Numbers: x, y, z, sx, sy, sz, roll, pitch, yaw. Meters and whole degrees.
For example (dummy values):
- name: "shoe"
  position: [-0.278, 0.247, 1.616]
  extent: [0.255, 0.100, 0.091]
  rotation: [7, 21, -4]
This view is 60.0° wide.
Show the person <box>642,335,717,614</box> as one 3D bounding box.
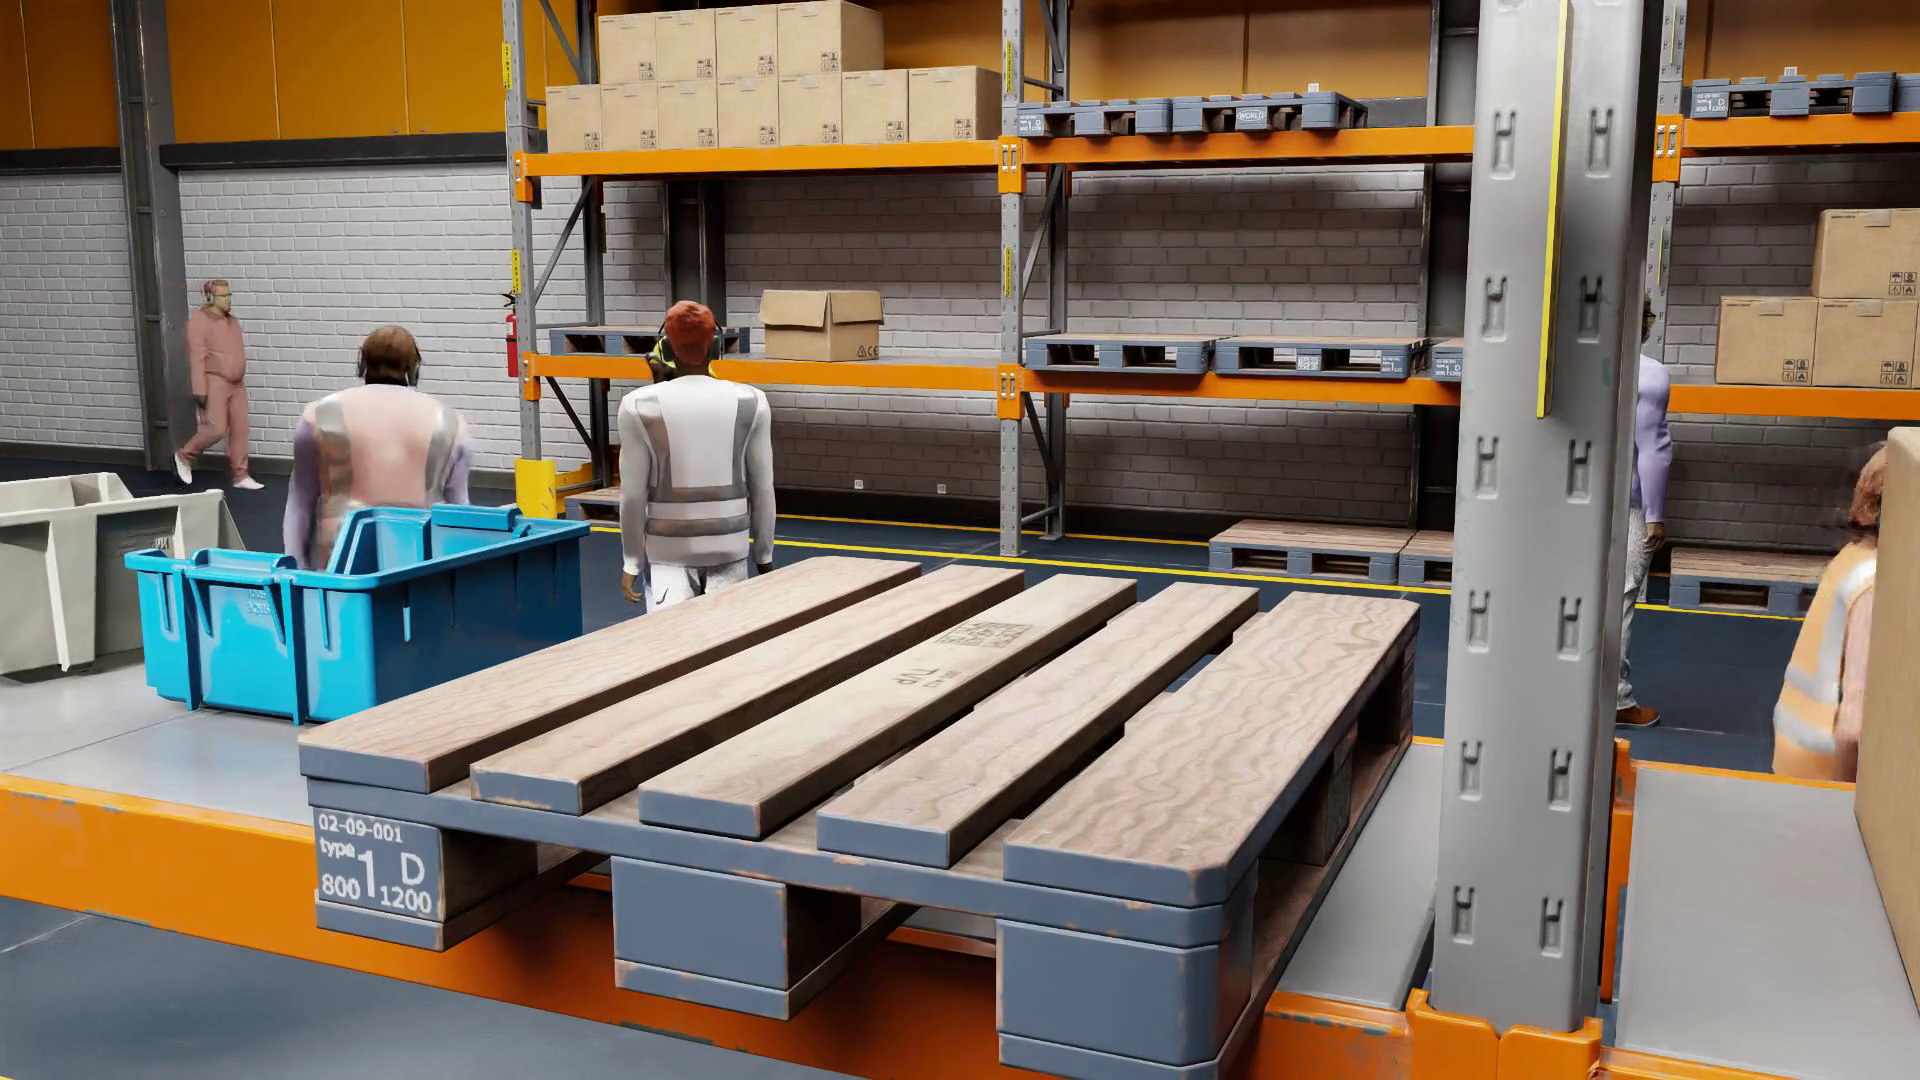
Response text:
- name: "person"
  position: [-1.086, 0.068, 6.499]
  extent: [0.323, 1.764, 0.523]
  rotation: [-6, 11, -30]

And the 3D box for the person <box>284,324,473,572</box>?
- name: "person"
  position: [-2.098, 0.123, 6.082]
  extent: [0.670, 1.807, 0.749]
  rotation: [-5, 10, -25]

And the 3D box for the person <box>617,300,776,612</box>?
- name: "person"
  position: [-0.972, 0.058, 6.193]
  extent: [0.584, 1.882, 0.337]
  rotation: [-3, 10, -20]

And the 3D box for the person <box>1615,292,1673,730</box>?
- name: "person"
  position: [2.829, -0.147, 7.257]
  extent: [0.370, 1.939, 0.631]
  rotation: [-4, 10, -25]

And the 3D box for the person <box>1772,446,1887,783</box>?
- name: "person"
  position: [2.022, 0.568, 3.940]
  extent: [0.536, 1.619, 0.529]
  rotation: [3, 10, 20]

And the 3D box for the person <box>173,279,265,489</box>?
- name: "person"
  position: [-6.635, -1.375, 14.791]
  extent: [0.715, 1.886, 0.649]
  rotation: [2, 10, 12]
